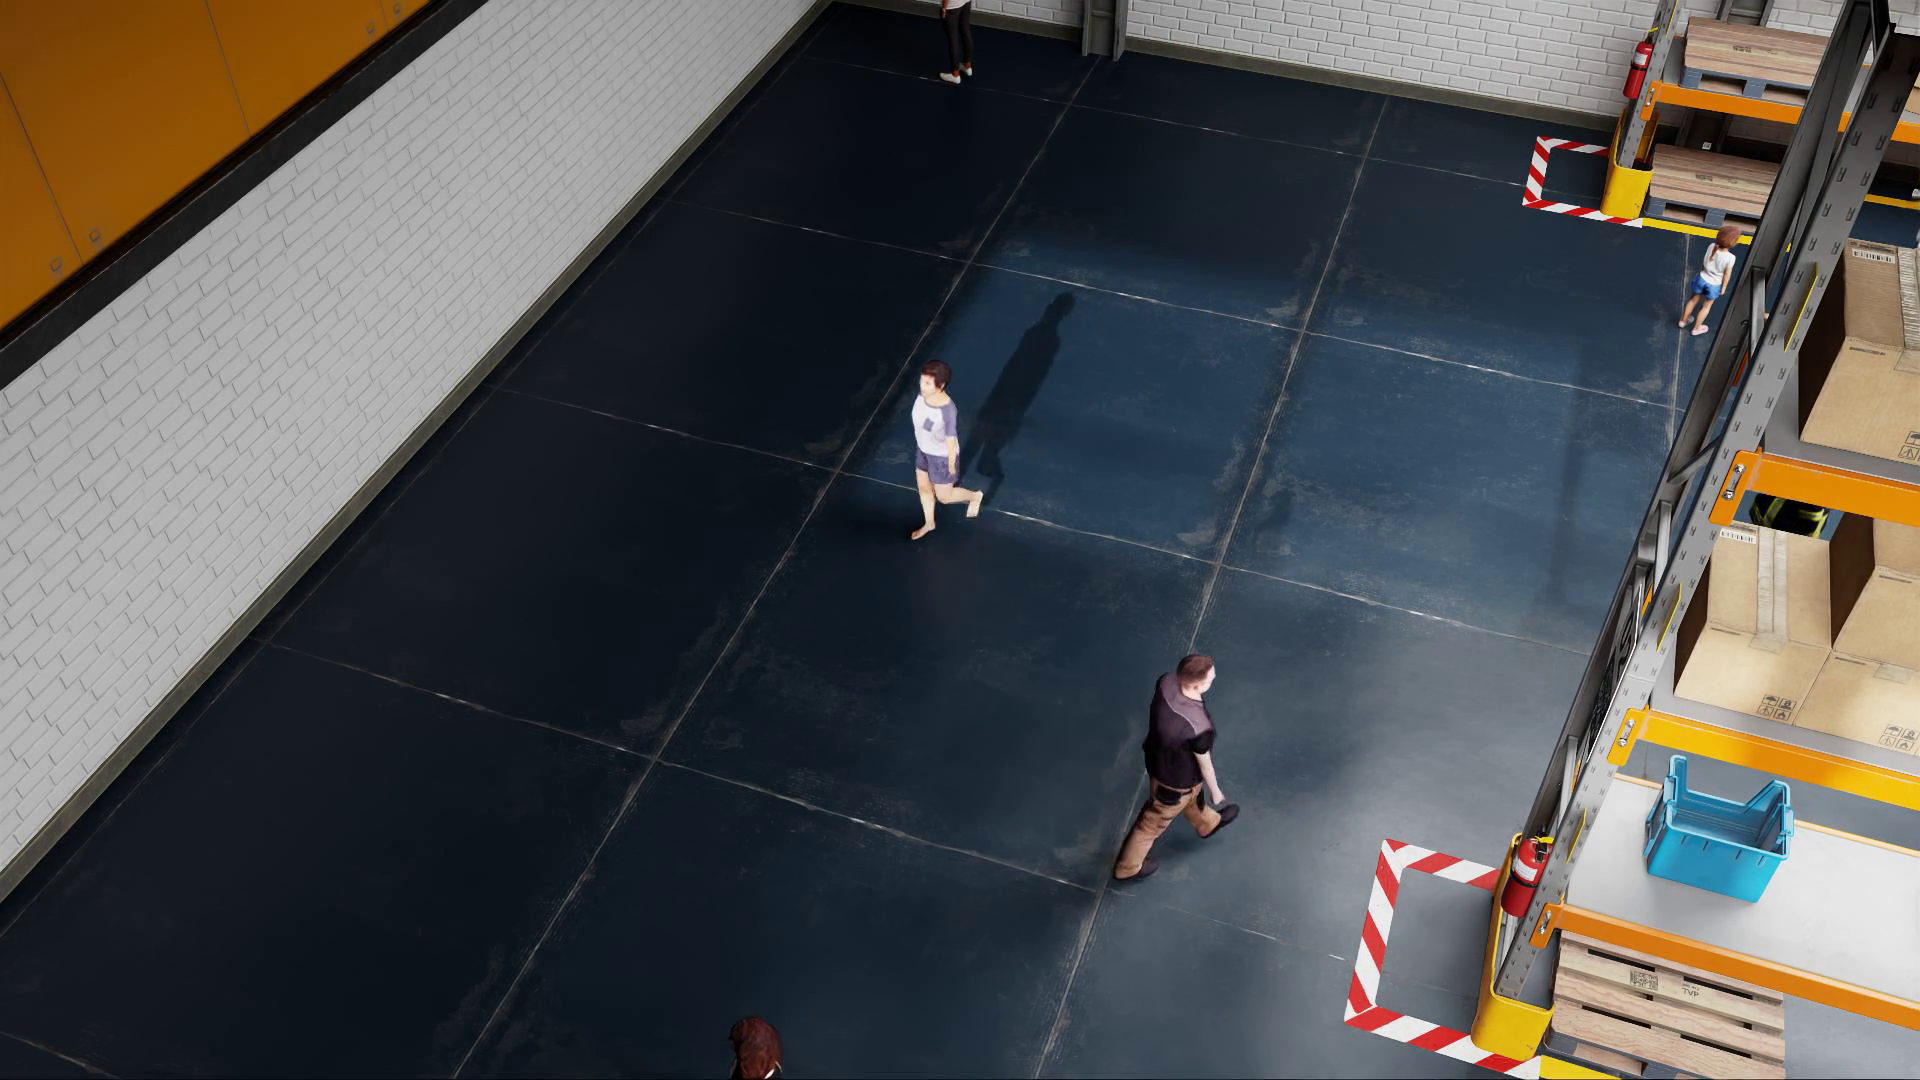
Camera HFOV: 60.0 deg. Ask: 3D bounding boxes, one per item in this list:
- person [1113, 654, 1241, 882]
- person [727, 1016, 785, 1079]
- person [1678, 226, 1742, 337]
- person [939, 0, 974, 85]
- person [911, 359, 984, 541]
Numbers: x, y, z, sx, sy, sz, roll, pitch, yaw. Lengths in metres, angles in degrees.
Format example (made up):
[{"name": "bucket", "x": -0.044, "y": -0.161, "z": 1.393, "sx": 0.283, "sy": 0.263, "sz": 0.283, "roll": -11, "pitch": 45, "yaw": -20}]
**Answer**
[{"name": "person", "x": 1.130, "y": 1.331, "z": 9.510, "sx": 1.219, "sy": 1.800, "sz": 1.078, "roll": -12, "pitch": 45, "yaw": -12}, {"name": "person", "x": -0.925, "y": 2.793, "z": 7.978, "sx": 0.584, "sy": 1.796, "sz": 0.633, "roll": 2, "pitch": 44, "yaw": 2}, {"name": "person", "x": 6.198, "y": -2.156, "z": 13.738, "sx": 0.540, "sy": 1.017, "sz": 0.465, "roll": -25, "pitch": 49, "yaw": -24}, {"name": "person", "x": -0.029, "y": -5.403, "z": 16.691, "sx": 0.629, "sy": 1.646, "sz": 0.635, "roll": 30, "pitch": 51, "yaw": 28}, {"name": "person", "x": -0.111, "y": -0.661, "z": 11.783, "sx": 0.859, "sy": 1.549, "sz": 0.845, "roll": -27, "pitch": 50, "yaw": -25}]
